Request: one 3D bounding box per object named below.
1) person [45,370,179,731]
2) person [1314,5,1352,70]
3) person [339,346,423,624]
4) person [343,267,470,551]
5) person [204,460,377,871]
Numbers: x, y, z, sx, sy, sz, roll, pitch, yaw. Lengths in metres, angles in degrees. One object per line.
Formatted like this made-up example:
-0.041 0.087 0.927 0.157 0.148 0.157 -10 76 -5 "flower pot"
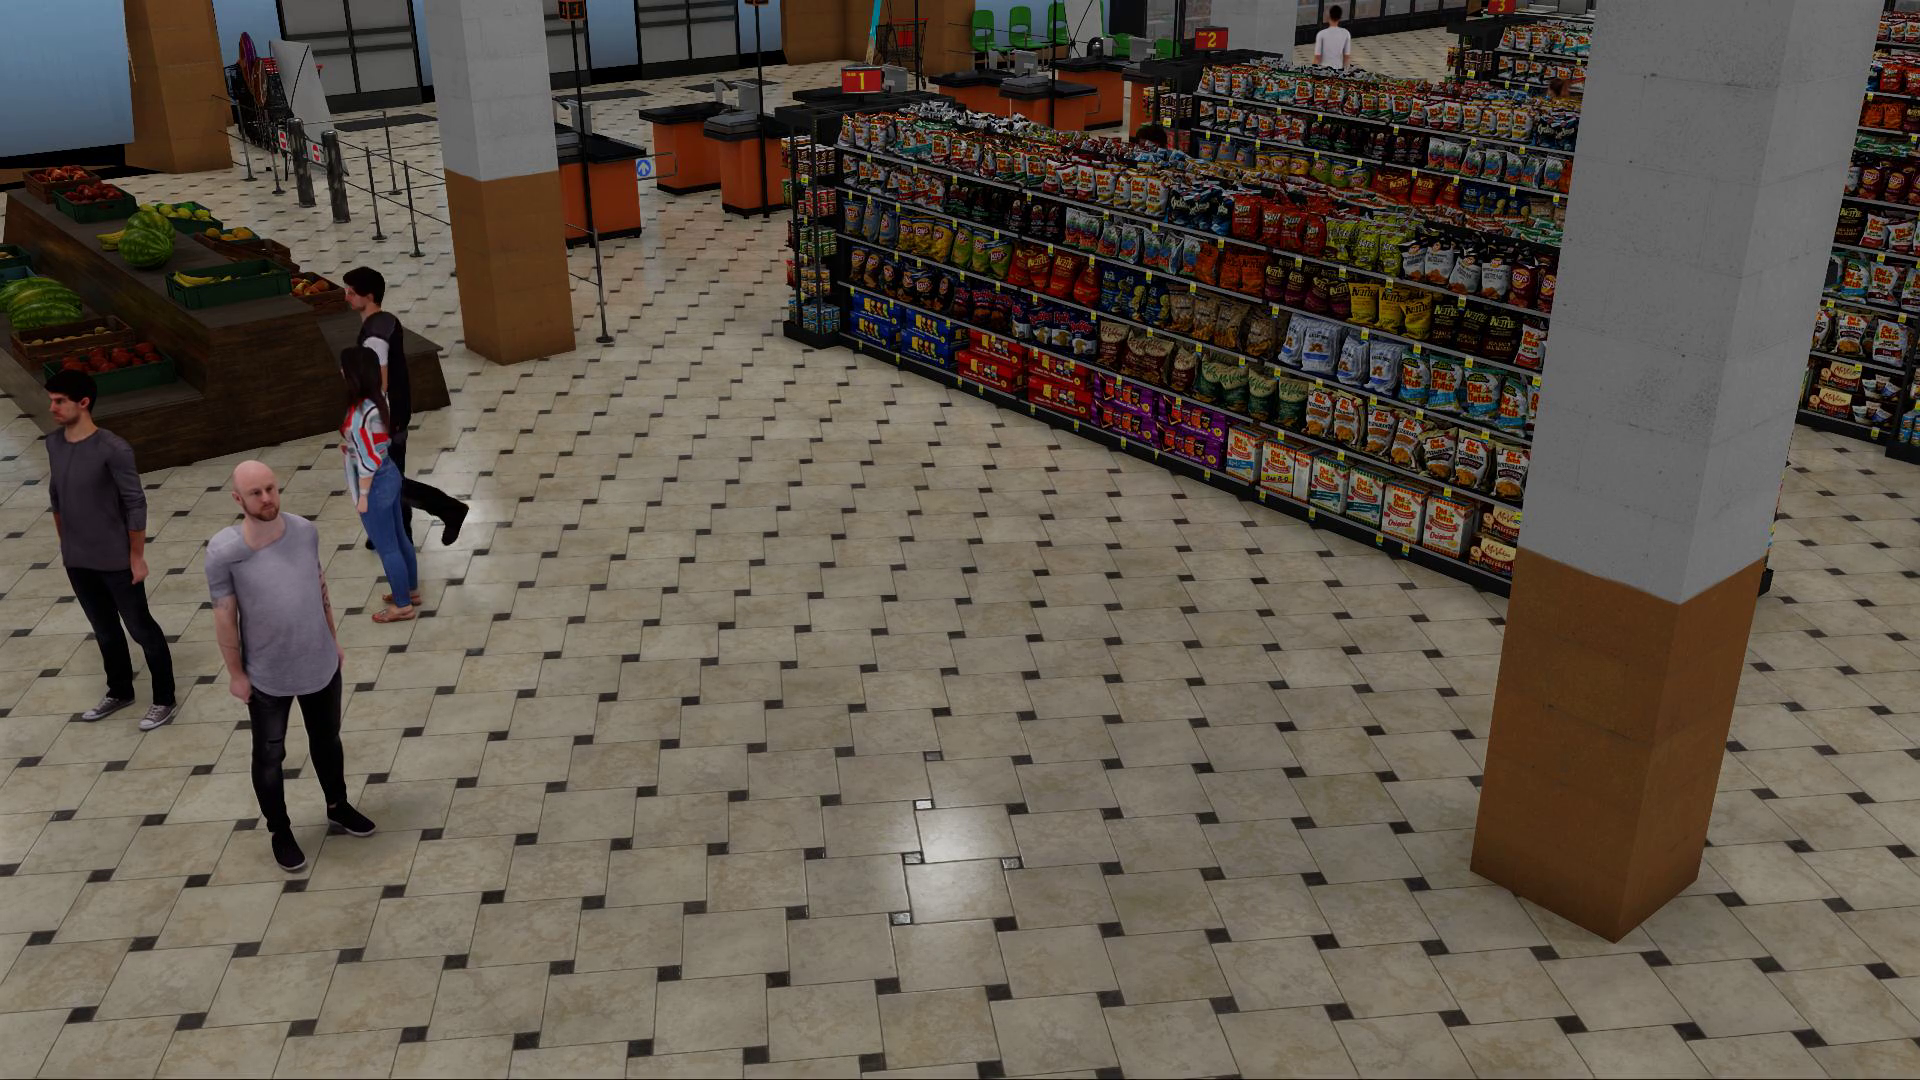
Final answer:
-4.243 0.045 8.254 0.685 1.854 0.809 7 25 16 "person"
5.178 -6.517 23.253 0.755 1.851 0.763 -3 24 -7 "person"
-3.280 -0.317 9.381 0.728 1.612 0.638 -1 24 -2 "person"
-3.390 -0.749 10.097 0.998 1.831 0.993 -3 24 -7 "person"
-2.908 0.515 7.198 0.643 1.838 0.714 18 29 35 "person"
